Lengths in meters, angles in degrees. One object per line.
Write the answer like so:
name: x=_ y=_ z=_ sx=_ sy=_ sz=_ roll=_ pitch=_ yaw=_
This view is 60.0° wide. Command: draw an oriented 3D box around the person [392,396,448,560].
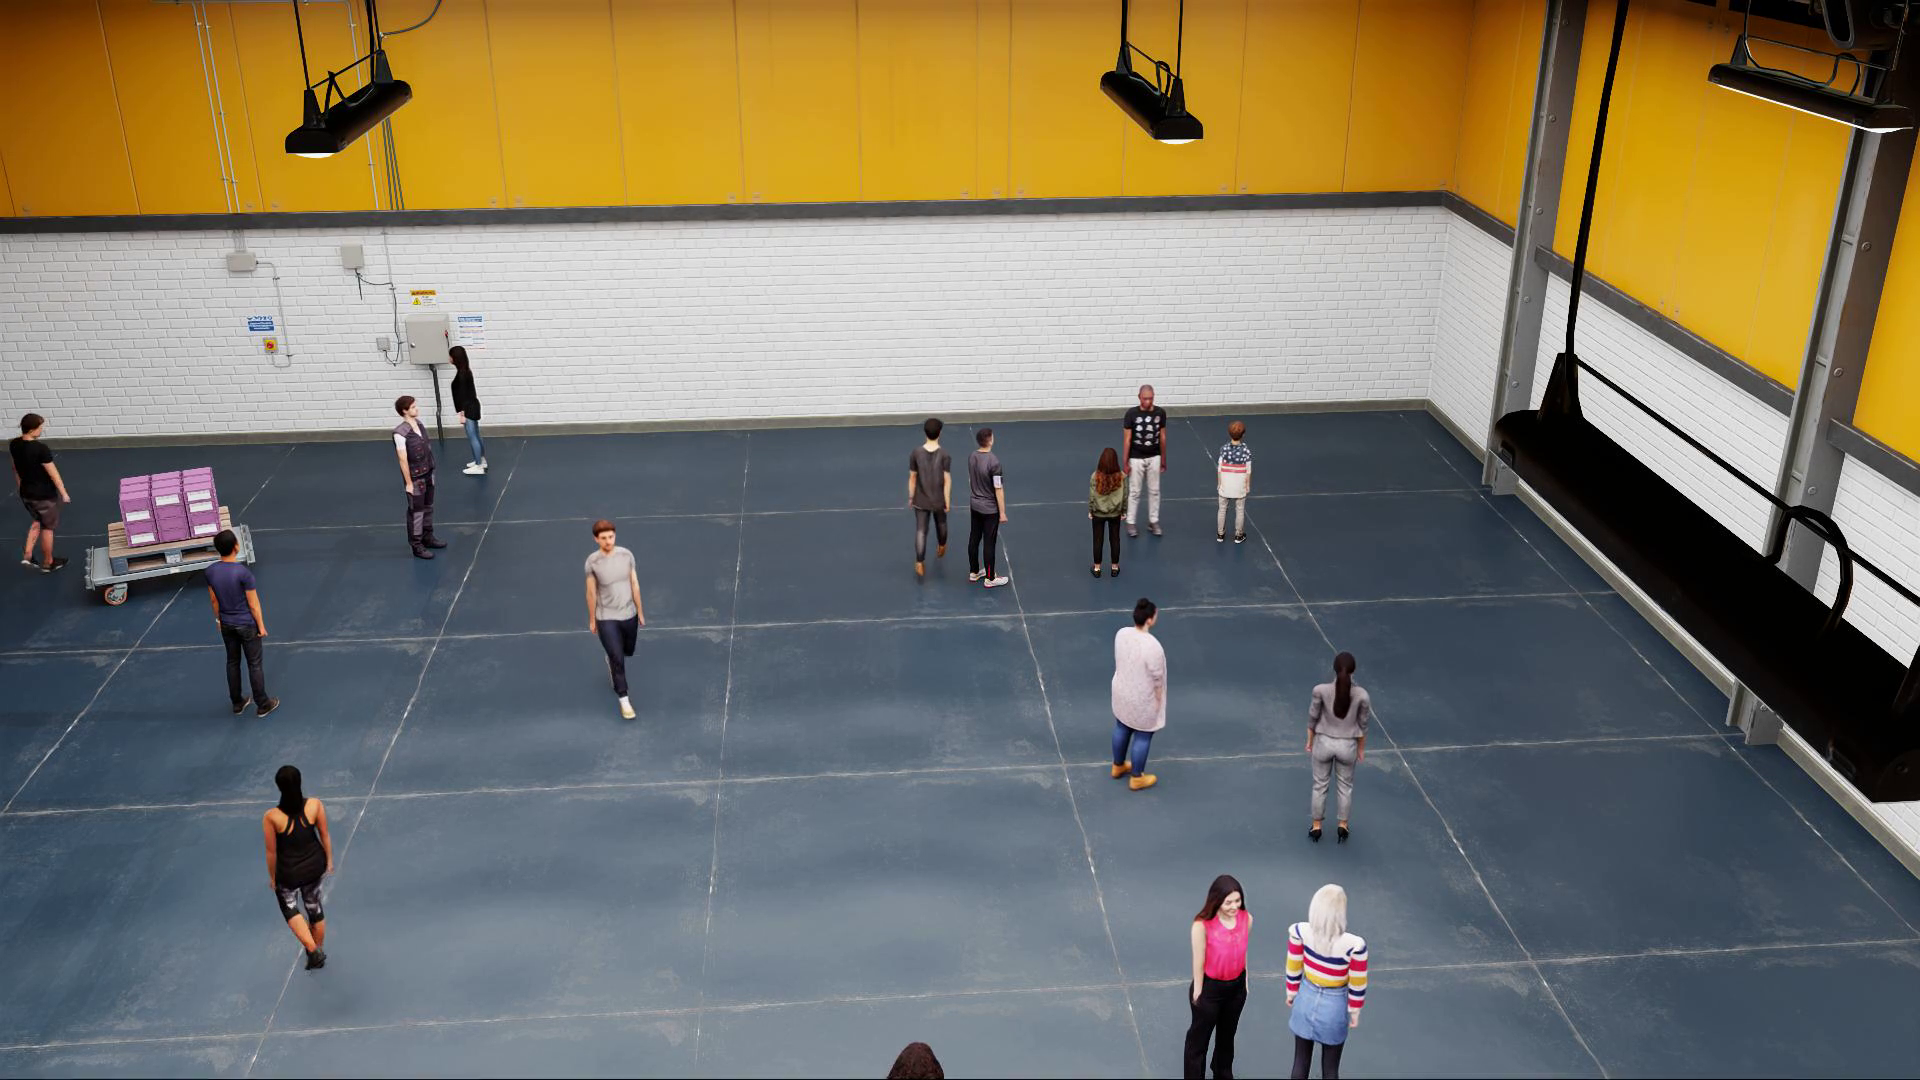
person: x=-6.035 y=-0.722 z=18.459 sx=0.779 sy=1.848 sz=0.609 roll=5 pitch=24 yaw=11

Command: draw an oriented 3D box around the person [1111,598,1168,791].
person: x=1.482 y=1.279 z=14.013 sx=0.854 sy=1.743 sz=0.763 roll=-18 pitch=29 yaw=-35

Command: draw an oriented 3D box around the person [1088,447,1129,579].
person: x=1.592 y=-0.302 z=17.963 sx=0.584 sy=1.475 sz=0.510 roll=-1 pitch=24 yaw=-2

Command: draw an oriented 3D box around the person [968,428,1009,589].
person: x=0.264 y=-0.357 z=17.728 sx=0.783 sy=1.765 sz=0.688 roll=-20 pitch=30 yaw=-37

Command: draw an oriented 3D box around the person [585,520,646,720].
person: x=-3.177 y=0.661 z=15.267 sx=0.951 sy=1.871 sz=1.212 roll=-12 pitch=26 yaw=-25

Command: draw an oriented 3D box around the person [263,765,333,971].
person: x=-4.618 y=2.338 z=11.697 sx=0.776 sy=1.656 sz=0.836 roll=-18 pitch=30 yaw=-36

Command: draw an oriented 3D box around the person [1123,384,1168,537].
person: x=2.104 y=-0.928 z=18.992 sx=0.662 sy=1.799 sz=0.600 roll=-3 pitch=24 yaw=-7

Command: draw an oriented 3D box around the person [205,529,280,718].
person: x=-6.575 y=0.762 z=15.139 sx=0.679 sy=1.788 sz=0.624 roll=4 pitch=24 yaw=8

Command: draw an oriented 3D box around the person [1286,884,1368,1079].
person: x=2.225 y=2.888 z=10.250 sx=0.723 sy=1.808 sz=0.729 roll=12 pitch=27 yaw=26

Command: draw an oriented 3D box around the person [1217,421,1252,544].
person: x=3.099 y=-0.668 z=18.845 sx=0.576 sy=1.439 sz=0.568 roll=6 pitch=24 yaw=13

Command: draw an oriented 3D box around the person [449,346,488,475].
person: x=-6.138 y=-1.641 z=20.816 sx=0.603 sy=1.645 sz=0.463 roll=-3 pitch=24 yaw=-7

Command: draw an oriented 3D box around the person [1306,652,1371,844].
person: x=2.979 y=1.664 z=13.215 sx=0.685 sy=1.676 sz=0.662 roll=4 pitch=24 yaw=10

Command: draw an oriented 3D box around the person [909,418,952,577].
person: x=-0.328 y=-0.418 z=18.003 sx=0.793 sy=1.655 sz=1.167 roll=3 pitch=24 yaw=7

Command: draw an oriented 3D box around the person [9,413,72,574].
person: x=-9.975 y=-0.459 z=17.886 sx=0.843 sy=1.824 sz=0.900 roll=5 pitch=24 yaw=12

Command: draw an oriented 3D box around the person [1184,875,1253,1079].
person: x=1.642 y=2.846 z=10.532 sx=0.654 sy=1.660 sz=0.647 roll=-12 pitch=26 yaw=-26

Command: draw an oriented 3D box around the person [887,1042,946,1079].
person: x=-0.220 y=3.499 z=9.105 sx=0.786 sy=1.605 sz=0.973 roll=7 pitch=24 yaw=15
